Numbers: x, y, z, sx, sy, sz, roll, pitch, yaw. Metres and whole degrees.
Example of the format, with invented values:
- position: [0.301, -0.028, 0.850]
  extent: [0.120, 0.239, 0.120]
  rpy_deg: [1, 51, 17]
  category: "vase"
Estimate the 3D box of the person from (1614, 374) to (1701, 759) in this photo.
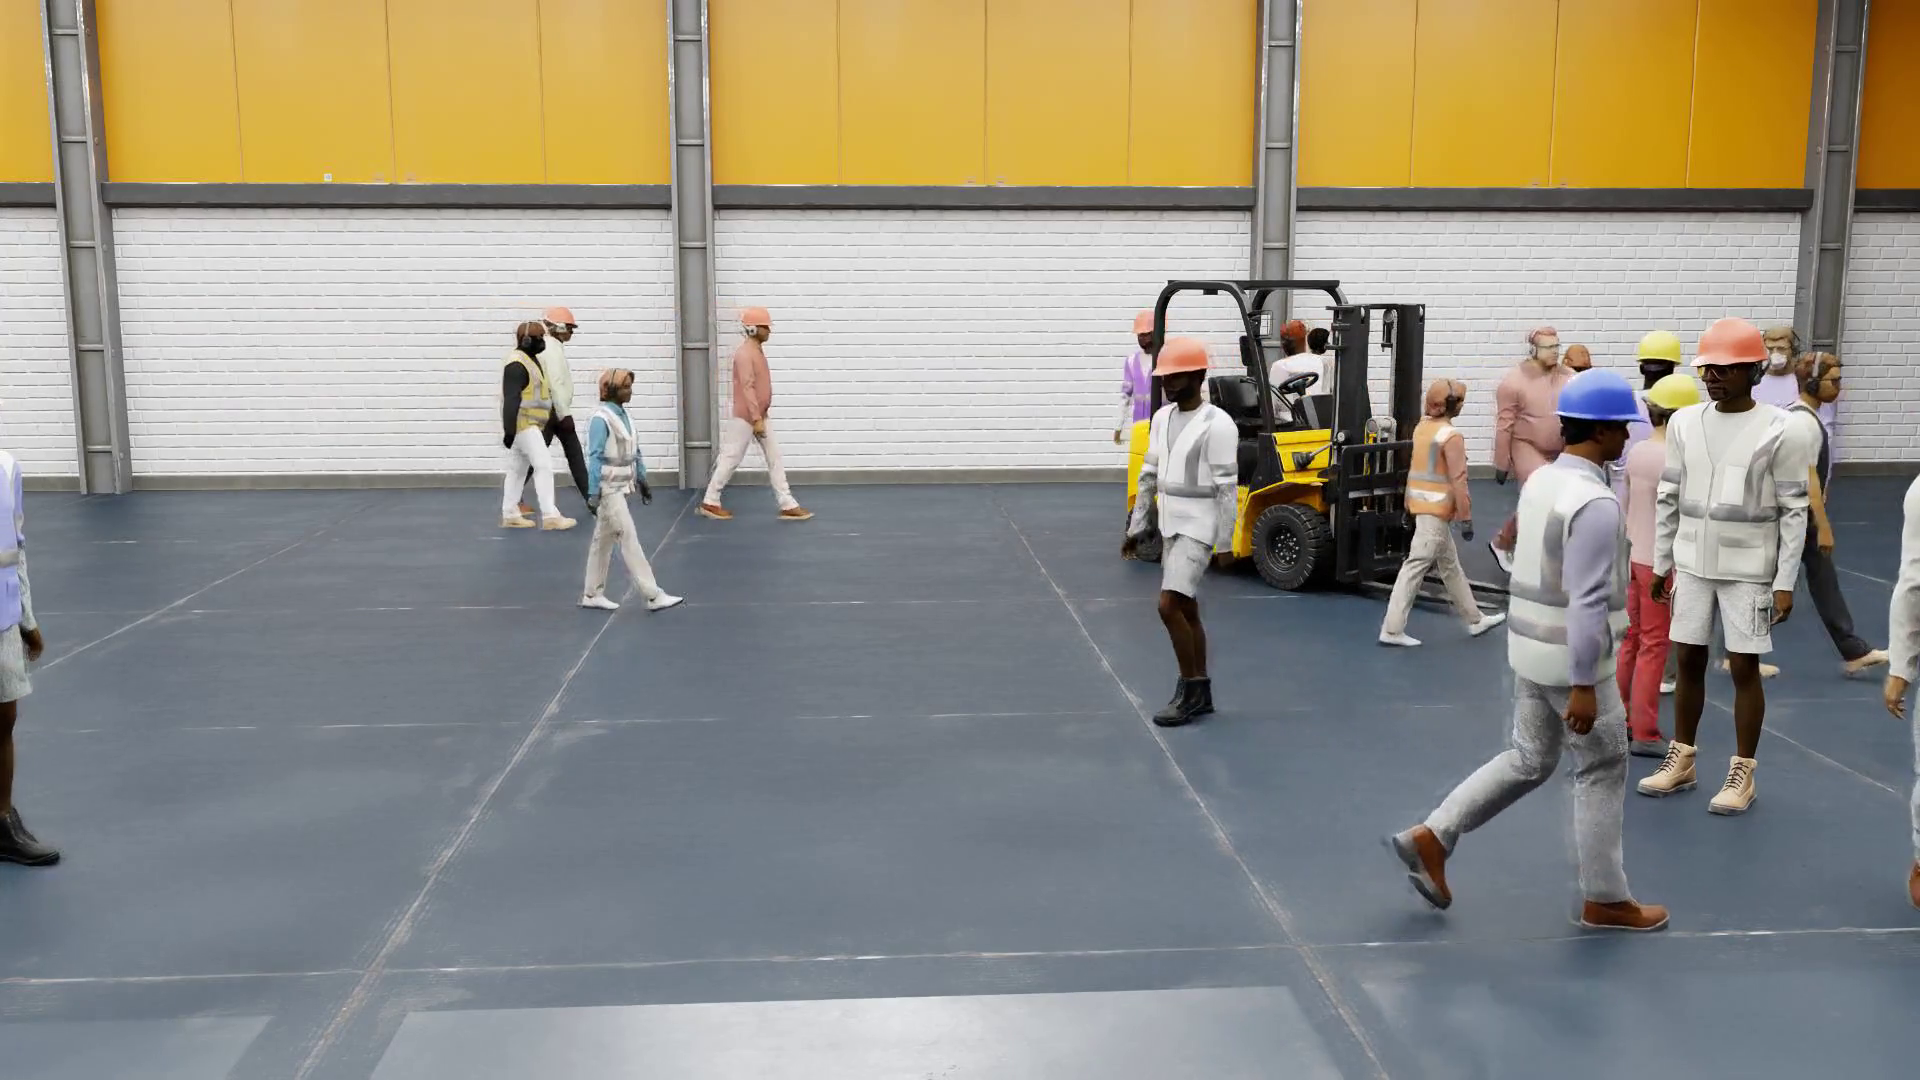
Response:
- position: [3.235, 0.117, 7.687]
  extent: [0.326, 1.767, 0.533]
  rpy_deg: [-1, 9, -4]
  category: "person"

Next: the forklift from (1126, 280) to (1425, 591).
- position: [2.301, -0.860, 12.475]
  extent: [1.214, 2.155, 2.313]
  rpy_deg: [-6, 11, -35]
  category: "forklift"

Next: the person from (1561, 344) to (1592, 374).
- position: [5.256, -0.864, 14.275]
  extent: [0.502, 1.635, 0.314]
  rpy_deg: [1, 9, 5]
  category: "person"

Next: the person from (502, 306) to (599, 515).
- position: [-3.765, -1.187, 15.402]
  extent: [1.069, 1.941, 0.623]
  rpy_deg: [-1, 9, -6]
  category: "person"

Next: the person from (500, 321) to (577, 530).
- position: [-3.664, -0.982, 14.456]
  extent: [0.805, 1.810, 0.653]
  rpy_deg: [-1, 9, -5]
  category: "person"

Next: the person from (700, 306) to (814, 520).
- position: [-1.895, -1.129, 14.988]
  extent: [1.038, 1.948, 0.622]
  rpy_deg: [2, 9, 13]
  category: "person"

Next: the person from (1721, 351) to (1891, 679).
- position: [4.650, -0.106, 8.989]
  extent: [0.954, 1.797, 0.522]
  rpy_deg: [4, 10, 25]
  category: "person"

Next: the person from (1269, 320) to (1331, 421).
- position: [2.638, -0.838, 13.421]
  extent: [0.576, 1.848, 0.863]
  rpy_deg: [-6, 11, -34]
  category: "person"

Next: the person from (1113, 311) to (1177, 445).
- position: [1.564, -0.976, 14.094]
  extent: [0.572, 1.905, 0.823]
  rpy_deg: [8, 12, 40]
  category: "person"

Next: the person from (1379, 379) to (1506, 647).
- position: [2.898, -0.154, 9.878]
  extent: [0.863, 1.590, 0.542]
  rpy_deg: [-1, 9, -6]
  category: "person"

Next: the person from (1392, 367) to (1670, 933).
- position: [1.957, 0.379, 5.572]
  extent: [0.847, 1.920, 0.620]
  rpy_deg: [0, 9, -1]
  category: "person"

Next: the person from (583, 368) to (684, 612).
- position: [-2.148, -0.314, 10.866]
  extent: [0.807, 1.598, 0.545]
  rpy_deg: [2, 9, 10]
  category: "person"

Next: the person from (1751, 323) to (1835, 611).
- position: [5.094, -0.396, 10.413]
  extent: [0.635, 1.922, 0.756]
  rpy_deg: [4, 10, 25]
  category: "person"

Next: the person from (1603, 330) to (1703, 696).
- position: [3.648, -0.143, 8.818]
  extent: [0.594, 1.922, 0.386]
  rpy_deg: [5, 11, 30]
  category: "person"

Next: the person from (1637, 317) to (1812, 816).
- position: [3.129, 0.111, 6.853]
  extent: [0.391, 2.040, 0.615]
  rpy_deg: [-7, 11, -37]
  category: "person"

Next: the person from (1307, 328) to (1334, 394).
- position: [3.580, -1.299, 16.823]
  extent: [0.320, 1.691, 0.528]
  rpy_deg: [-5, 11, -31]
  category: "person"

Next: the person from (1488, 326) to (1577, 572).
- position: [4.133, -0.620, 12.020]
  extent: [0.632, 1.868, 0.952]
  rpy_deg: [-4, 10, -23]
  category: "person"

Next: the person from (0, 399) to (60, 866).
- position: [-3.582, 0.293, 6.045]
  extent: [0.372, 1.935, 0.549]
  rpy_deg: [3, 10, 18]
  category: "person"

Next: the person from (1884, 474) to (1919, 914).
- position: [3.313, 0.418, 5.321]
  extent: [0.642, 1.917, 0.559]
  rpy_deg: [4, 10, 22]
  category: "person"

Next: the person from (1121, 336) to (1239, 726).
- position: [1.063, -0.040, 8.194]
  extent: [0.583, 1.913, 0.551]
  rpy_deg: [-4, 10, -25]
  category: "person"
